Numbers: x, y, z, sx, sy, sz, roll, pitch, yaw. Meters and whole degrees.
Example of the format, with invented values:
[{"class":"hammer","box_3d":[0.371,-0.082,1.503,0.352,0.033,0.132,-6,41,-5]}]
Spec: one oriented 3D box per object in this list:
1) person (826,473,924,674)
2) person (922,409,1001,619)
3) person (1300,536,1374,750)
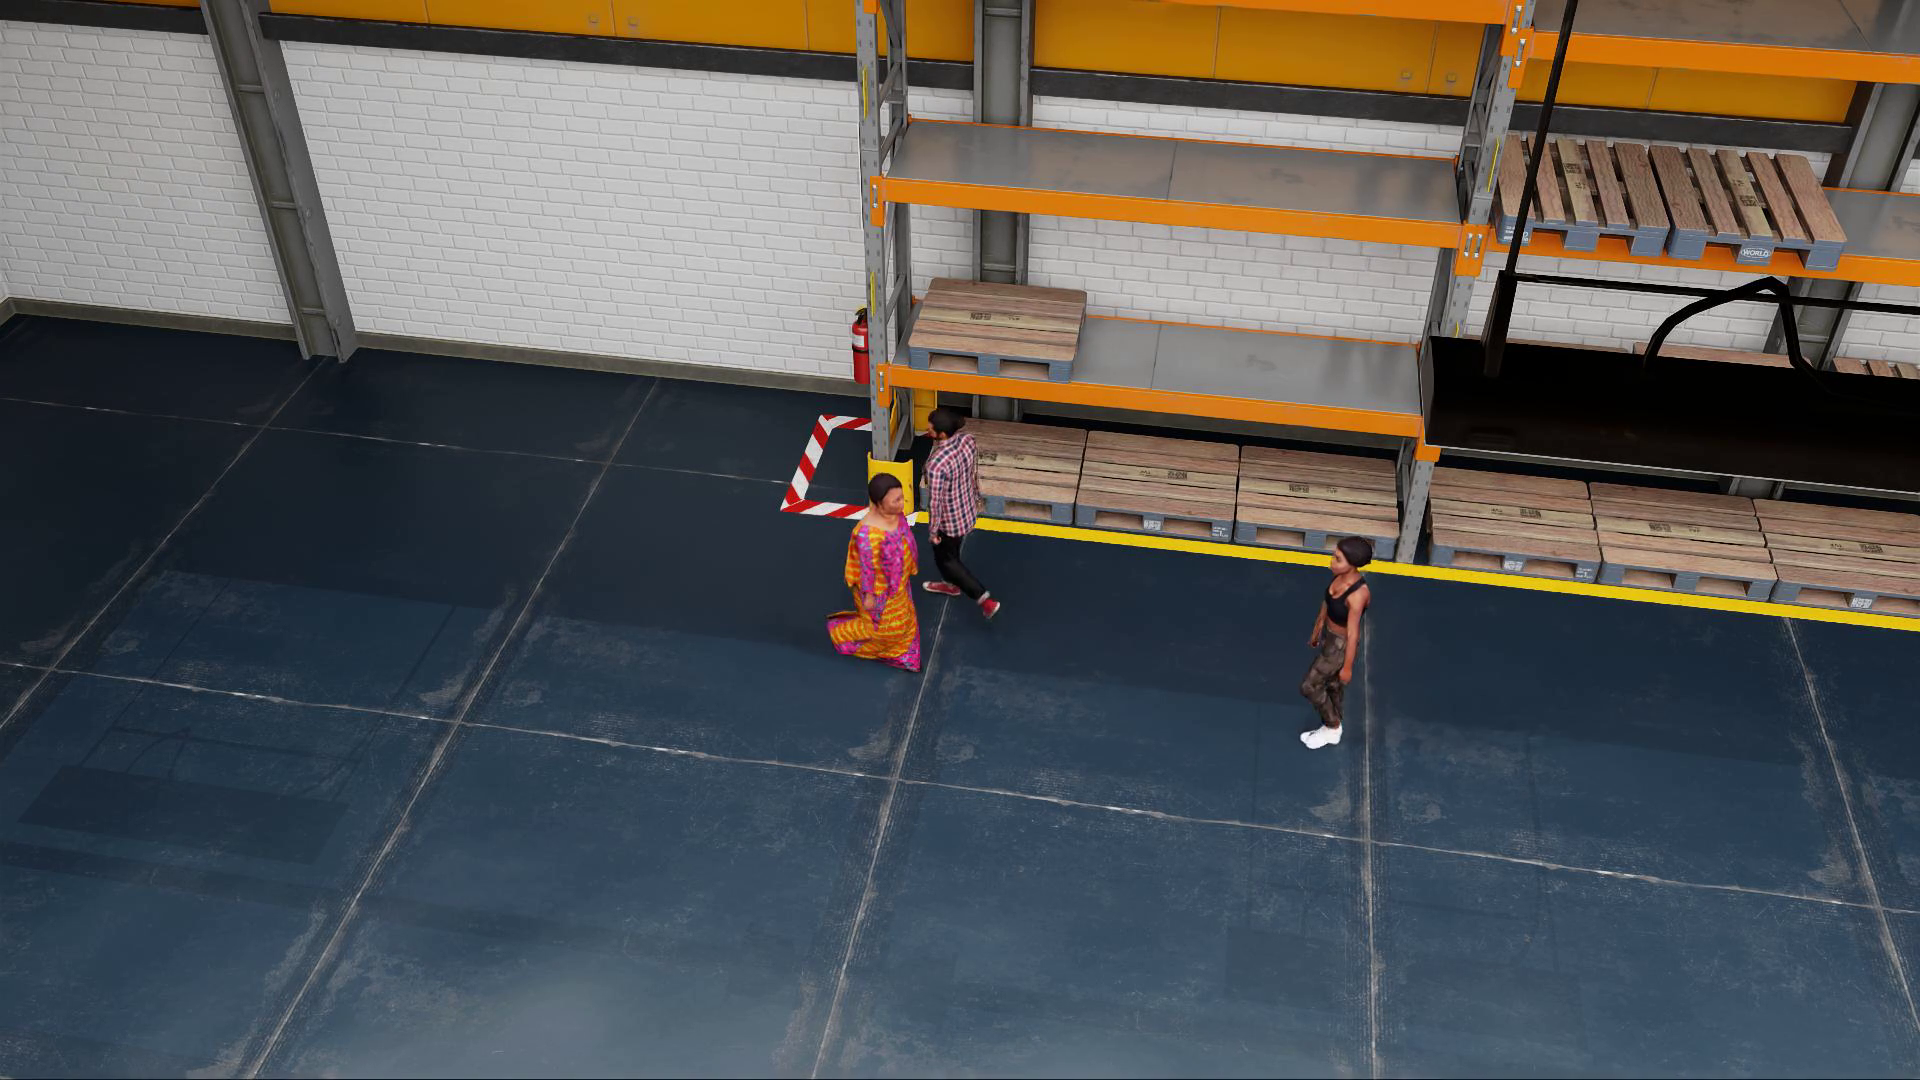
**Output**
[{"class":"person","box_3d":[-0.560,0.223,11.075,0.992,1.653,0.786,15,41,17]},{"class":"person","box_3d":[0.002,-0.149,11.475,1.099,1.737,0.949,24,45,27]},{"class":"person","box_3d":[2.468,0.662,10.495,0.674,1.692,0.668,-2,39,-3]}]
